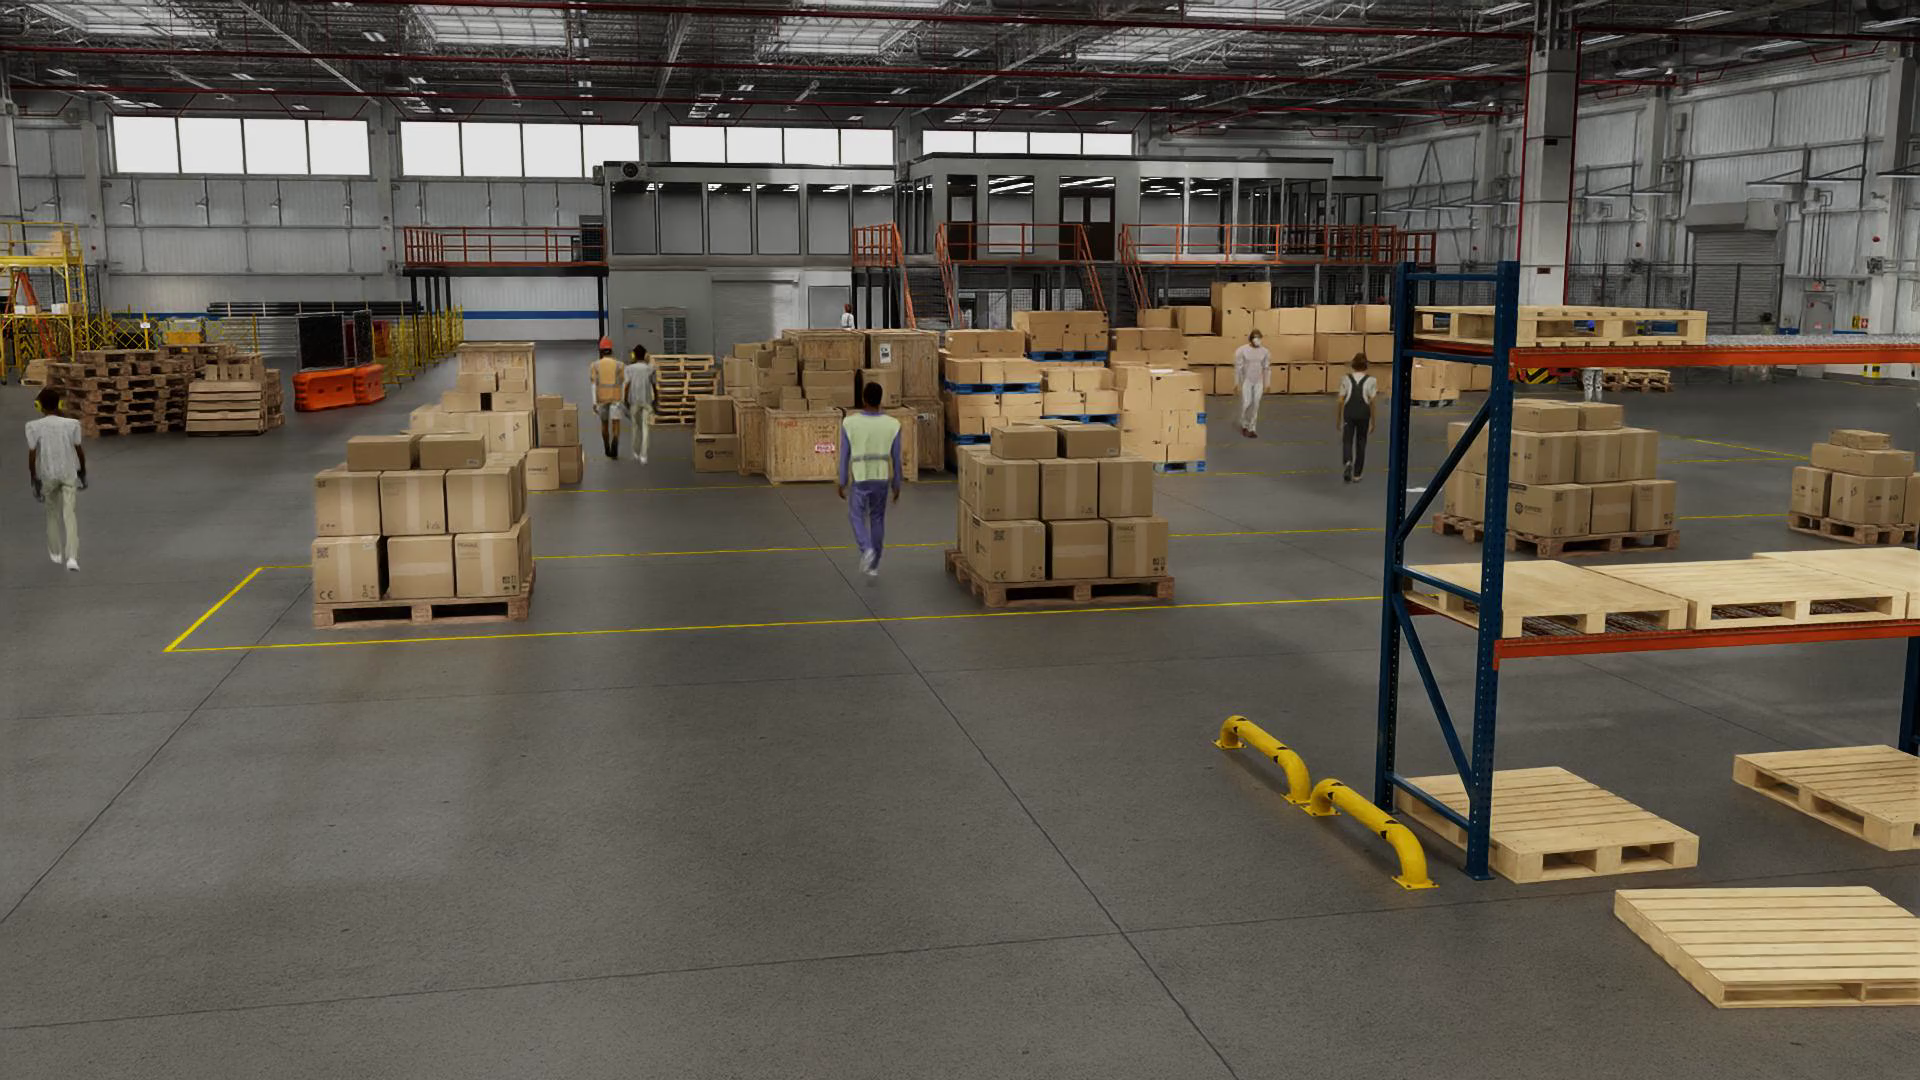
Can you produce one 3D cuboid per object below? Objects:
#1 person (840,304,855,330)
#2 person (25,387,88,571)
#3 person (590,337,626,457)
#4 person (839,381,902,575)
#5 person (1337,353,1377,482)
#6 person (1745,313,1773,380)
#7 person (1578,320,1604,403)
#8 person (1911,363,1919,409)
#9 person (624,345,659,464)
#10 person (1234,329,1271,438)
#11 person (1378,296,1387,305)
[{"bbox_3d":[-3.436,-6.290,50.995,0.585,1.882,0.337,9,13,42],"label":"person"},{"bbox_3d":[-8.990,-0.609,16.590,0.518,1.823,0.993,-5,11,-27],"label":"person"},{"bbox_3d":[-5.539,-2.239,26.220,0.553,1.919,0.808,-2,10,-11],"label":"person"},{"bbox_3d":[-0.862,-0.580,16.129,0.623,1.902,0.527,-2,10,-13],"label":"person"},{"bbox_3d":[5.510,-1.686,23.101,0.527,1.826,0.585,3,10,17],"label":"person"},{"bbox_3d":[21.213,-5.115,44.033,0.631,1.817,0.707,-9,13,-43],"label":"person"},{"bbox_3d":[12.862,-3.507,33.835,0.602,1.949,0.388,-4,10,-22],"label":"person"},{"bbox_3d":[20.257,-3.646,34.863,0.585,1.891,0.955,1,9,7],"label":"person"},{"bbox_3d":[-4.894,-2.084,25.578,0.541,1.816,0.996,-2,10,-14],"label":"person"},{"bbox_3d":[5.162,-2.739,29.236,0.661,1.917,0.513,-2,10,-14],"label":"person"},{"bbox_3d":[14.578,-7.451,57.733,0.389,1.992,0.625,2,10,11],"label":"person"}]
